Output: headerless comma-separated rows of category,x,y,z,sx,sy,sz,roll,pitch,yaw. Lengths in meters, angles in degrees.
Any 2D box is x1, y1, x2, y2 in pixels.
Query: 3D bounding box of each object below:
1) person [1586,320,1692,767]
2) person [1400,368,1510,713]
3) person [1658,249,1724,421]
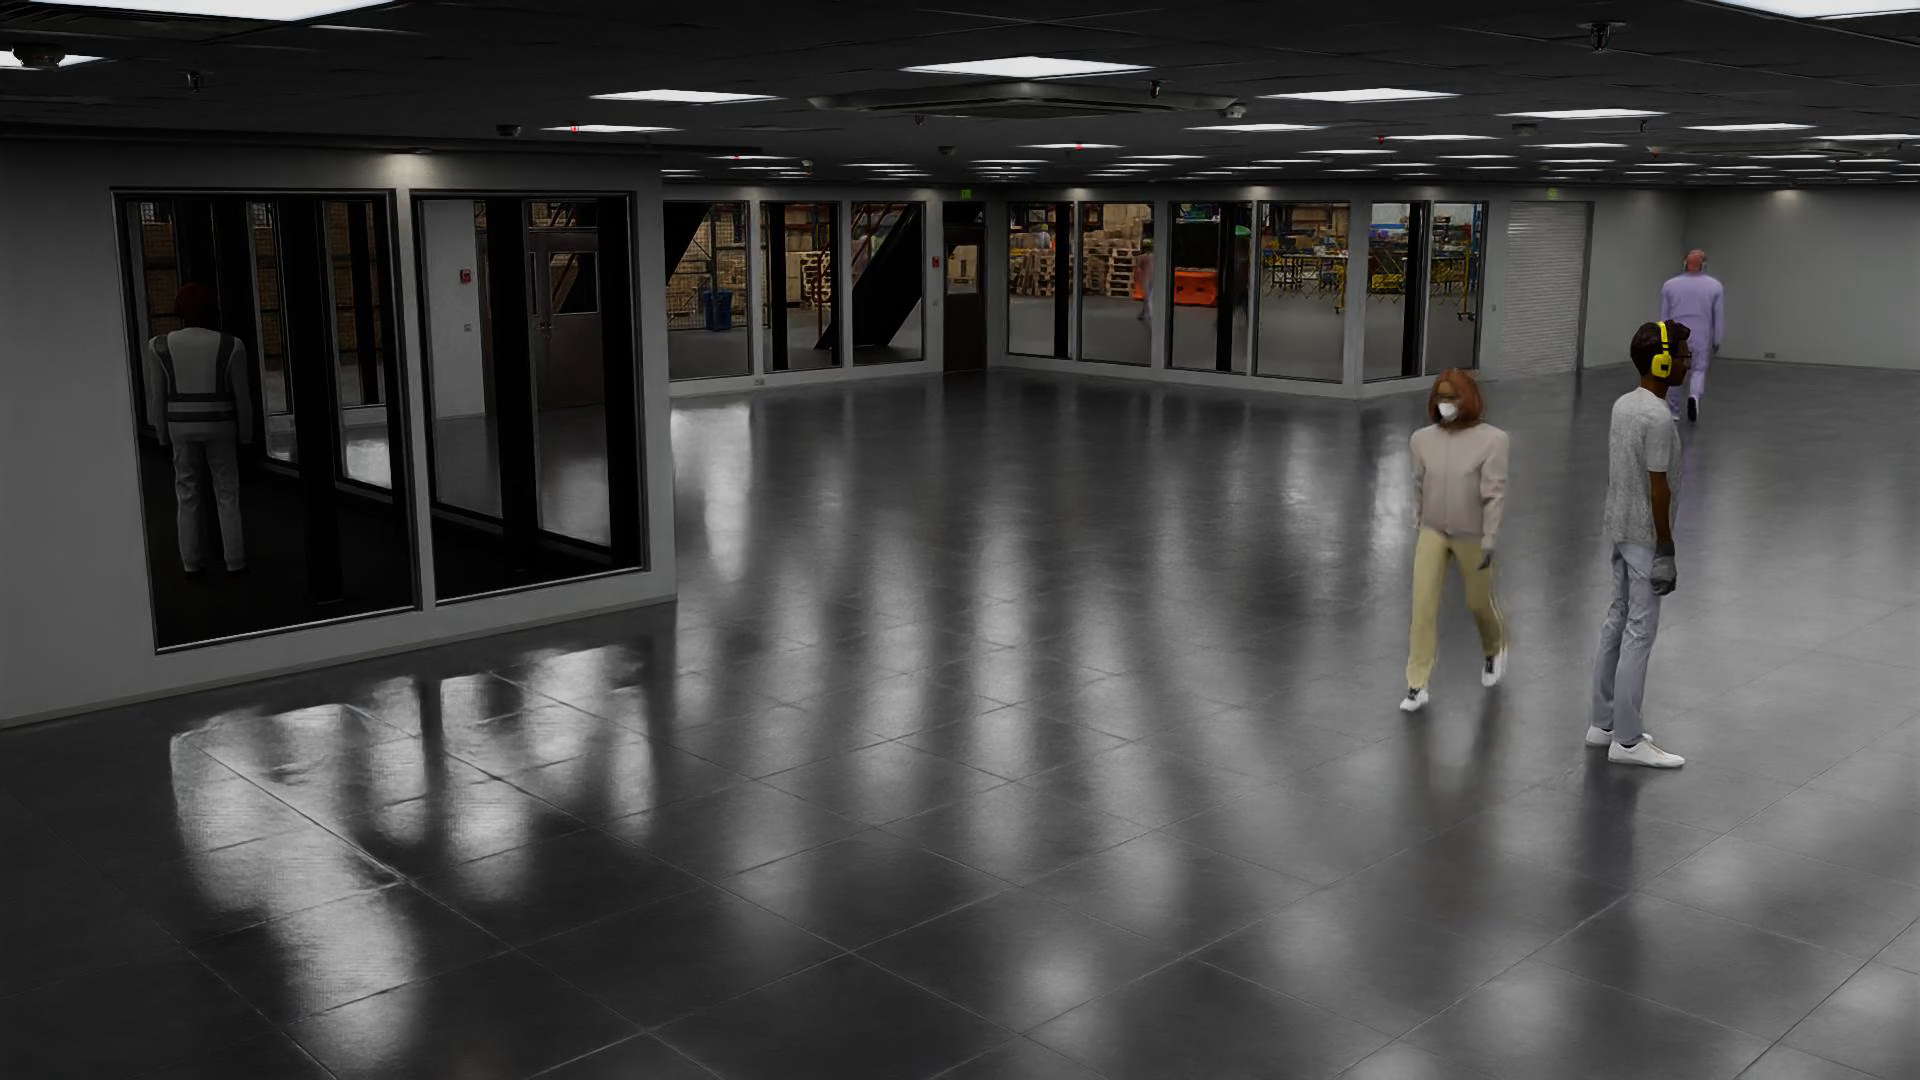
person,2.883,0.014,6.995,0.328,1.872,0.513,0,11,0
person,2.364,-0.028,7.872,0.497,1.599,0.798,8,14,36
person,7.903,-2.197,18.033,0.649,1.889,0.692,5,12,24
